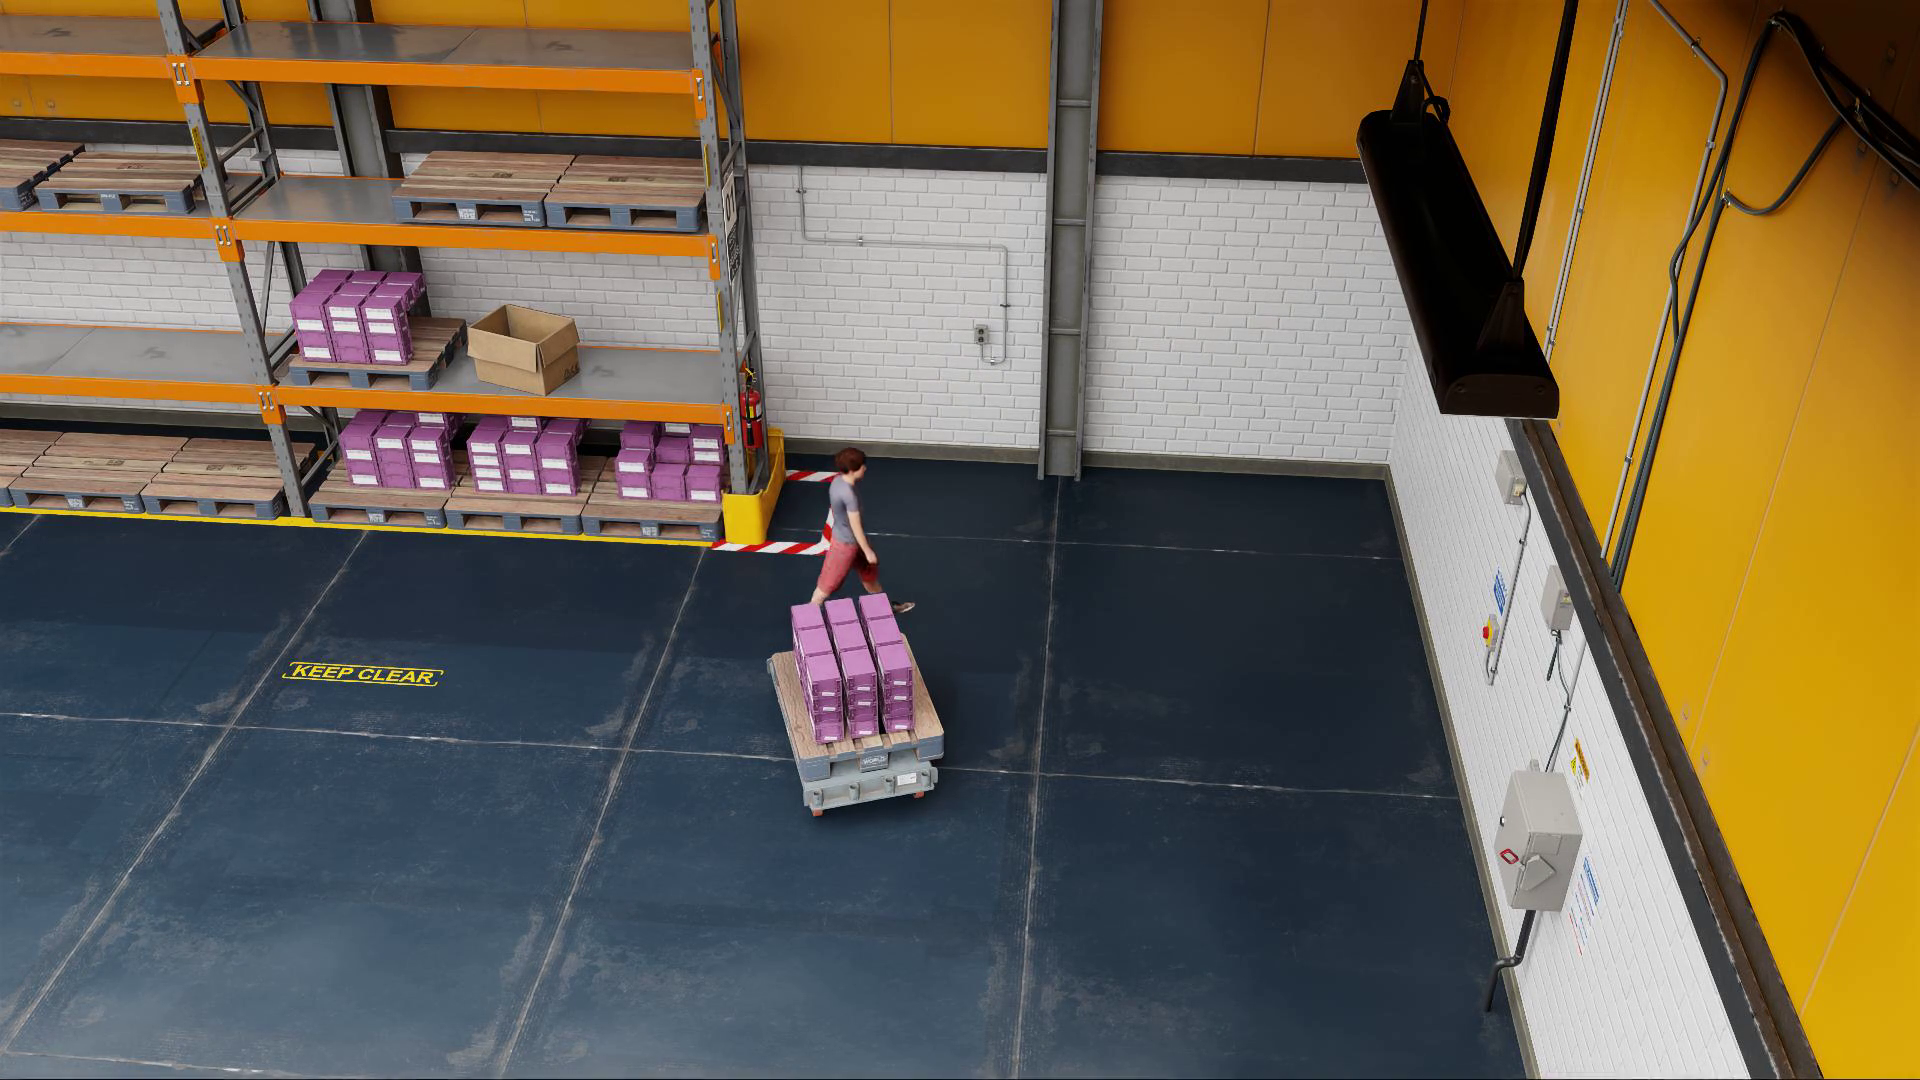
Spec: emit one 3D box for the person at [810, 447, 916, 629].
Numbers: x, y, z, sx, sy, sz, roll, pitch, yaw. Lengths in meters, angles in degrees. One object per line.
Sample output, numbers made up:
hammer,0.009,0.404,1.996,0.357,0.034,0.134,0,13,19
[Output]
person,-0.958,0.048,12.902,1.196,1.608,0.758,-4,34,-6
